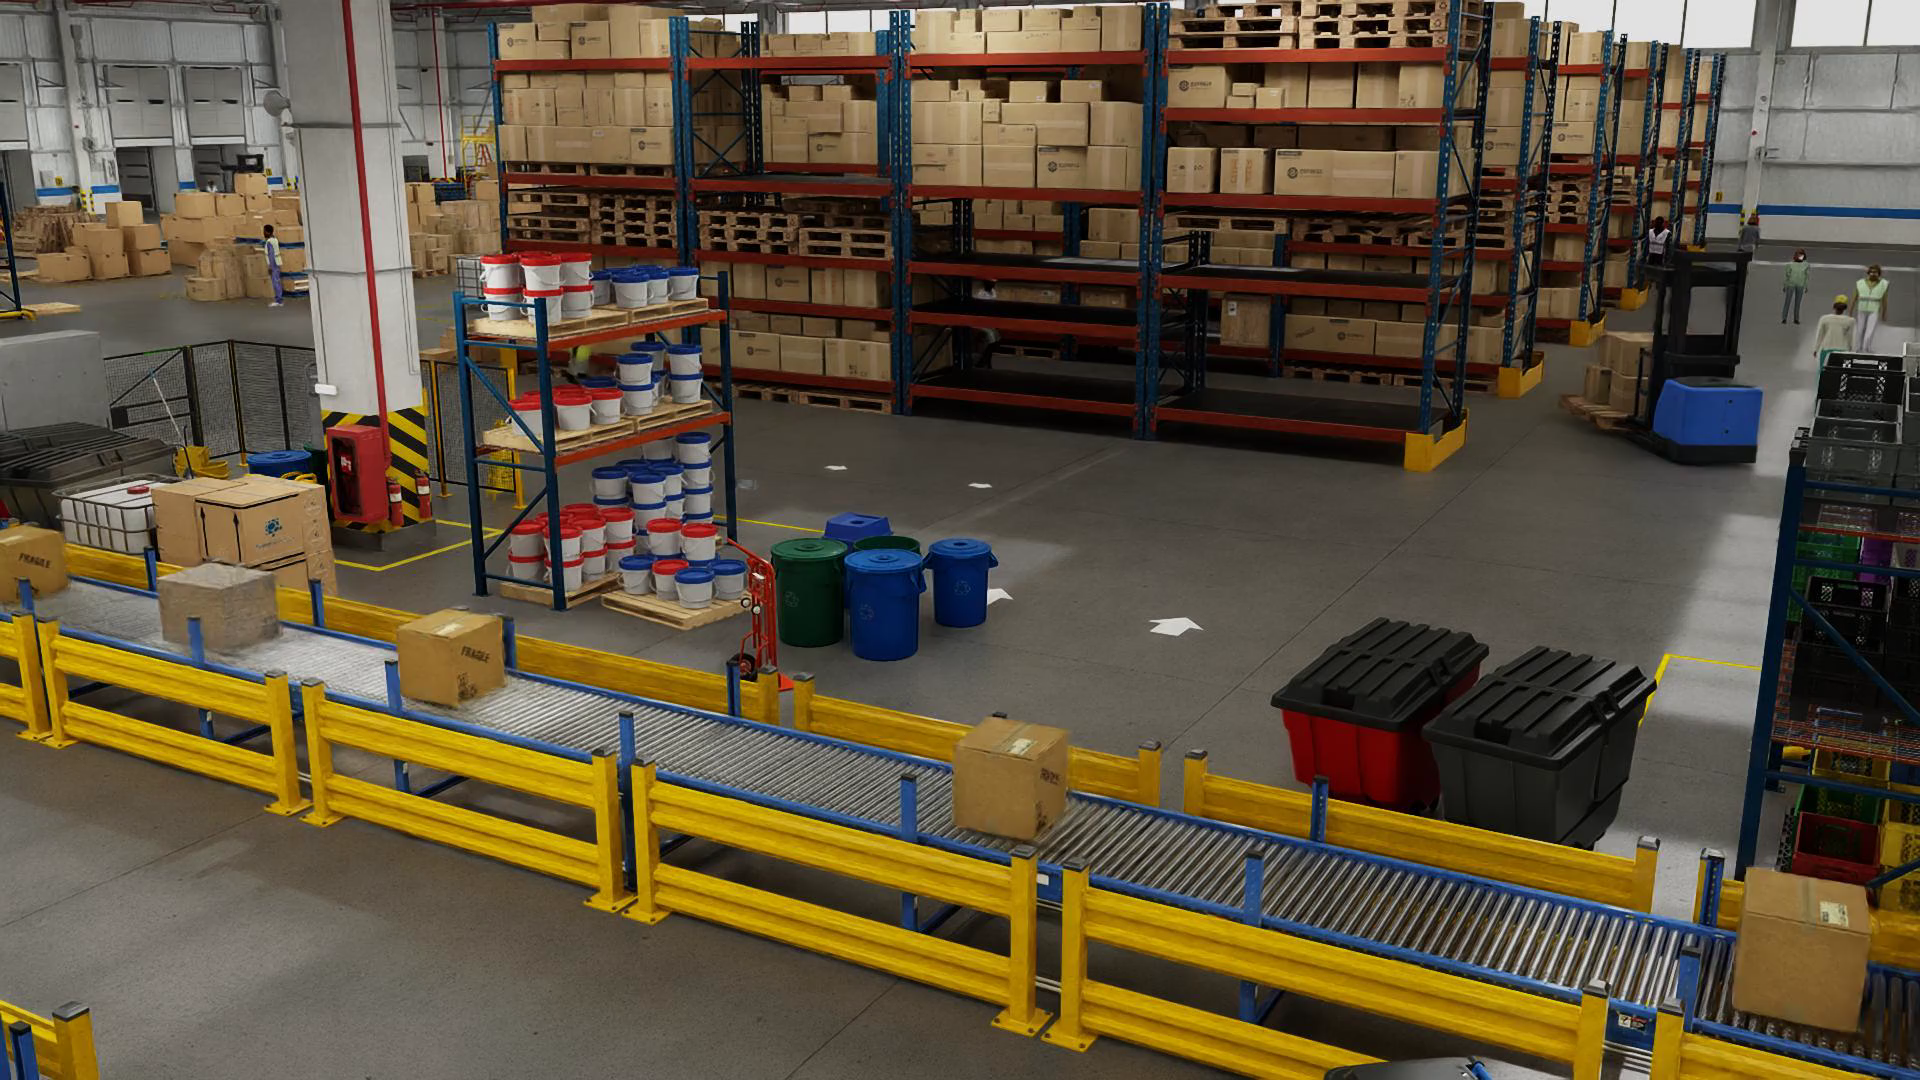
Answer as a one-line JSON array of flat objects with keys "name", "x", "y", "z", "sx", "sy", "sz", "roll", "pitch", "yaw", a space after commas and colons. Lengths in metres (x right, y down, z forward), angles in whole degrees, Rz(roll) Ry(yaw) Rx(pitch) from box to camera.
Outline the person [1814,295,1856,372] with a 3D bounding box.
[{"name": "person", "x": 14.134, "y": -3.084, "z": 26.862, "sx": 0.553, "sy": 1.734, "sz": 0.748, "roll": 10, "pitch": 18, "yaw": 32}]

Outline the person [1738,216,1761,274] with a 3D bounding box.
[{"name": "person", "x": 22.128, "y": -8.273, "z": 46.625, "sx": 0.535, "sy": 1.602, "sz": 0.729, "roll": 7, "pitch": 17, "yaw": 26}]

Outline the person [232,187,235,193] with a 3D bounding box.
[{"name": "person", "x": -24.357, "y": -10.900, "z": 55.950, "sx": 0.635, "sy": 1.909, "sz": 0.865, "roll": 6, "pitch": 16, "yaw": 21}]

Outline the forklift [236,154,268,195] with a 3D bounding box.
[{"name": "forklift", "x": -25.676, "y": -12.614, "z": 60.518, "sx": 1.873, "sy": 2.768, "sz": 1.129, "roll": 8, "pitch": 17, "yaw": 28}]

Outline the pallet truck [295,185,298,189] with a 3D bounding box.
[{"name": "pallet truck", "x": -26.804, "y": -14.617, "z": 69.738, "sx": 1.885, "sy": 1.965, "sz": 0.823, "roll": -14, "pitch": 20, "yaw": -42}]

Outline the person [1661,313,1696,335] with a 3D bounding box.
[{"name": "person", "x": 10.165, "y": -2.335, "z": 23.773, "sx": 0.443, "sy": 1.890, "sz": 0.671, "roll": -9, "pitch": 17, "yaw": -31}]

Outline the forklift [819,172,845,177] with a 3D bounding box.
[{"name": "forklift", "x": -4.279, "y": -11.382, "z": 55.887, "sx": 1.129, "sy": 2.768, "sz": 1.873, "roll": 8, "pitch": 17, "yaw": 27}]

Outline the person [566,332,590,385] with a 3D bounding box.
[{"name": "person", "x": -6.072, "y": -2.892, "z": 26.249, "sx": 0.435, "sy": 1.684, "sz": 0.560, "roll": 1, "pitch": 15, "yaw": 4}]

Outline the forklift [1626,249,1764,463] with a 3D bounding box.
[{"name": "forklift", "x": 10.143, "y": -2.559, "z": 22.719, "sx": 1.129, "sy": 2.768, "sz": 1.873, "roll": 0, "pitch": 15, "yaw": 2}]

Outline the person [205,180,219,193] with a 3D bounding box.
[{"name": "person", "x": -30.093, "y": -13.689, "z": 67.018, "sx": 0.529, "sy": 1.590, "sz": 0.864, "roll": -5, "pitch": 16, "yaw": -19}]

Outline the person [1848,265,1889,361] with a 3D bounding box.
[{"name": "person", "x": 16.893, "y": -4.209, "z": 30.989, "sx": 0.605, "sy": 1.792, "sz": 0.931, "roll": 9, "pitch": 18, "yaw": 31}]

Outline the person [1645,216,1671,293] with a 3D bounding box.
[{"name": "person", "x": 17.637, "y": -7.223, "z": 42.096, "sx": 0.375, "sy": 1.917, "sz": 0.599, "roll": -13, "pitch": 19, "yaw": -39}]

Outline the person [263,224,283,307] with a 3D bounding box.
[{"name": "person", "x": -16.245, "y": -6.495, "z": 39.355, "sx": 0.391, "sy": 1.922, "sz": 0.593, "roll": -3, "pitch": 15, "yaw": -13}]

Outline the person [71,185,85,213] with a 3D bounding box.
[{"name": "person", "x": -30.994, "y": -11.588, "z": 58.696, "sx": 0.837, "sy": 1.814, "sz": 0.548, "roll": -3, "pitch": 15, "yaw": -12}]

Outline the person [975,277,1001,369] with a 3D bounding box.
[{"name": "person", "x": 0.515, "y": -3.781, "z": 29.143, "sx": 0.543, "sy": 1.924, "sz": 0.592, "roll": 7, "pitch": 17, "yaw": 25}]

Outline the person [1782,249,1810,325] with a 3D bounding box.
[{"name": "person", "x": 18.191, "y": -5.512, "z": 36.203, "sx": 0.507, "sy": 1.636, "sz": 0.275, "roll": 3, "pitch": 15, "yaw": 13}]

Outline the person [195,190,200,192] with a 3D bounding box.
[{"name": "person", "x": -26.517, "y": -11.351, "z": 58.028, "sx": 0.895, "sy": 1.688, "sz": 0.504, "roll": 0, "pitch": 15, "yaw": 1}]
